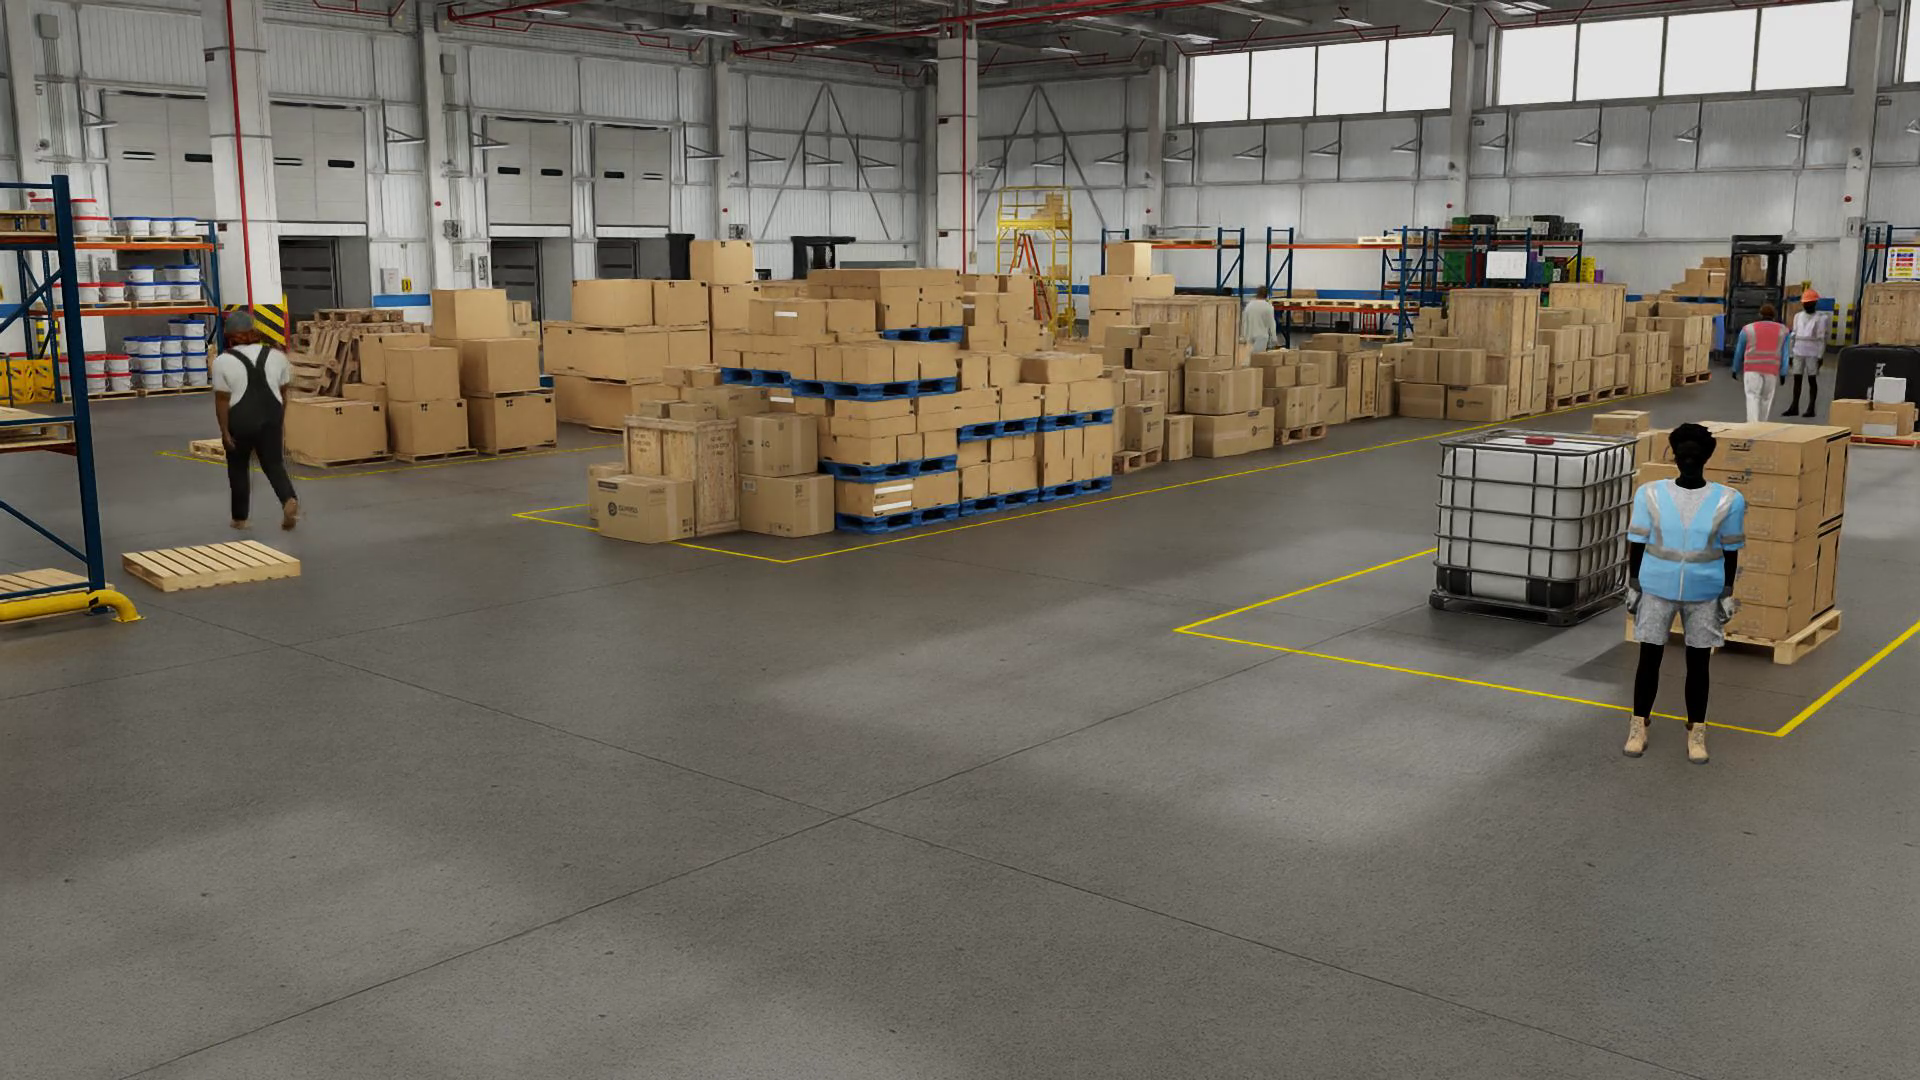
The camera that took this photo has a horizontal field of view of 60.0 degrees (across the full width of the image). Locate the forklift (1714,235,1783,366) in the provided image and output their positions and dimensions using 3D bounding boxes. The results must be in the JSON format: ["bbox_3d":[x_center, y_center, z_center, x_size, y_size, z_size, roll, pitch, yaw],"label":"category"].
[{"bbox_3d":[17.132,-5.193,35.959,1.129,2.768,1.873,2,10,14],"label":"forklift"}]

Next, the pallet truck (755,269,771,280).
[{"bbox_3d":[-4.996,-6.432,45.525,1.885,1.965,0.823,-6,12,-32],"label":"pallet truck"}]

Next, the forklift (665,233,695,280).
[{"bbox_3d":[-5.428,-4.603,32.600,1.873,2.768,1.129,1,10,5],"label":"forklift"}]

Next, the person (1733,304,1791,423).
[{"bbox_3d":[10.783,-2.263,22.369,0.646,1.803,0.882,3,10,16],"label":"person"}]

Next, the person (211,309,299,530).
[{"bbox_3d":[-6.317,-1.077,14.911,0.689,2.000,0.834,-9,14,-42],"label":"person"}]

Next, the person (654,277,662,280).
[{"bbox_3d":[-6.516,-4.725,36.011,0.639,1.928,0.369,-5,11,-24],"label":"person"}]

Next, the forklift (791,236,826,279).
[{"bbox_3d":[-3.600,-5.846,39.678,1.873,2.768,1.129,7,12,35],"label":"forklift"}]

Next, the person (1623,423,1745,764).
[{"bbox_3d":[3.581,0.263,8.266,0.535,1.697,0.318,4,11,23],"label":"person"}]

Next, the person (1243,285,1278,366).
[{"bbox_3d":[5.364,-3.608,29.798,1.080,1.883,0.645,-7,12,-35],"label":"person"}]

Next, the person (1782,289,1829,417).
[{"bbox_3d":[12.787,-2.821,25.146,0.378,1.932,0.551,-6,12,-32],"label":"person"}]
